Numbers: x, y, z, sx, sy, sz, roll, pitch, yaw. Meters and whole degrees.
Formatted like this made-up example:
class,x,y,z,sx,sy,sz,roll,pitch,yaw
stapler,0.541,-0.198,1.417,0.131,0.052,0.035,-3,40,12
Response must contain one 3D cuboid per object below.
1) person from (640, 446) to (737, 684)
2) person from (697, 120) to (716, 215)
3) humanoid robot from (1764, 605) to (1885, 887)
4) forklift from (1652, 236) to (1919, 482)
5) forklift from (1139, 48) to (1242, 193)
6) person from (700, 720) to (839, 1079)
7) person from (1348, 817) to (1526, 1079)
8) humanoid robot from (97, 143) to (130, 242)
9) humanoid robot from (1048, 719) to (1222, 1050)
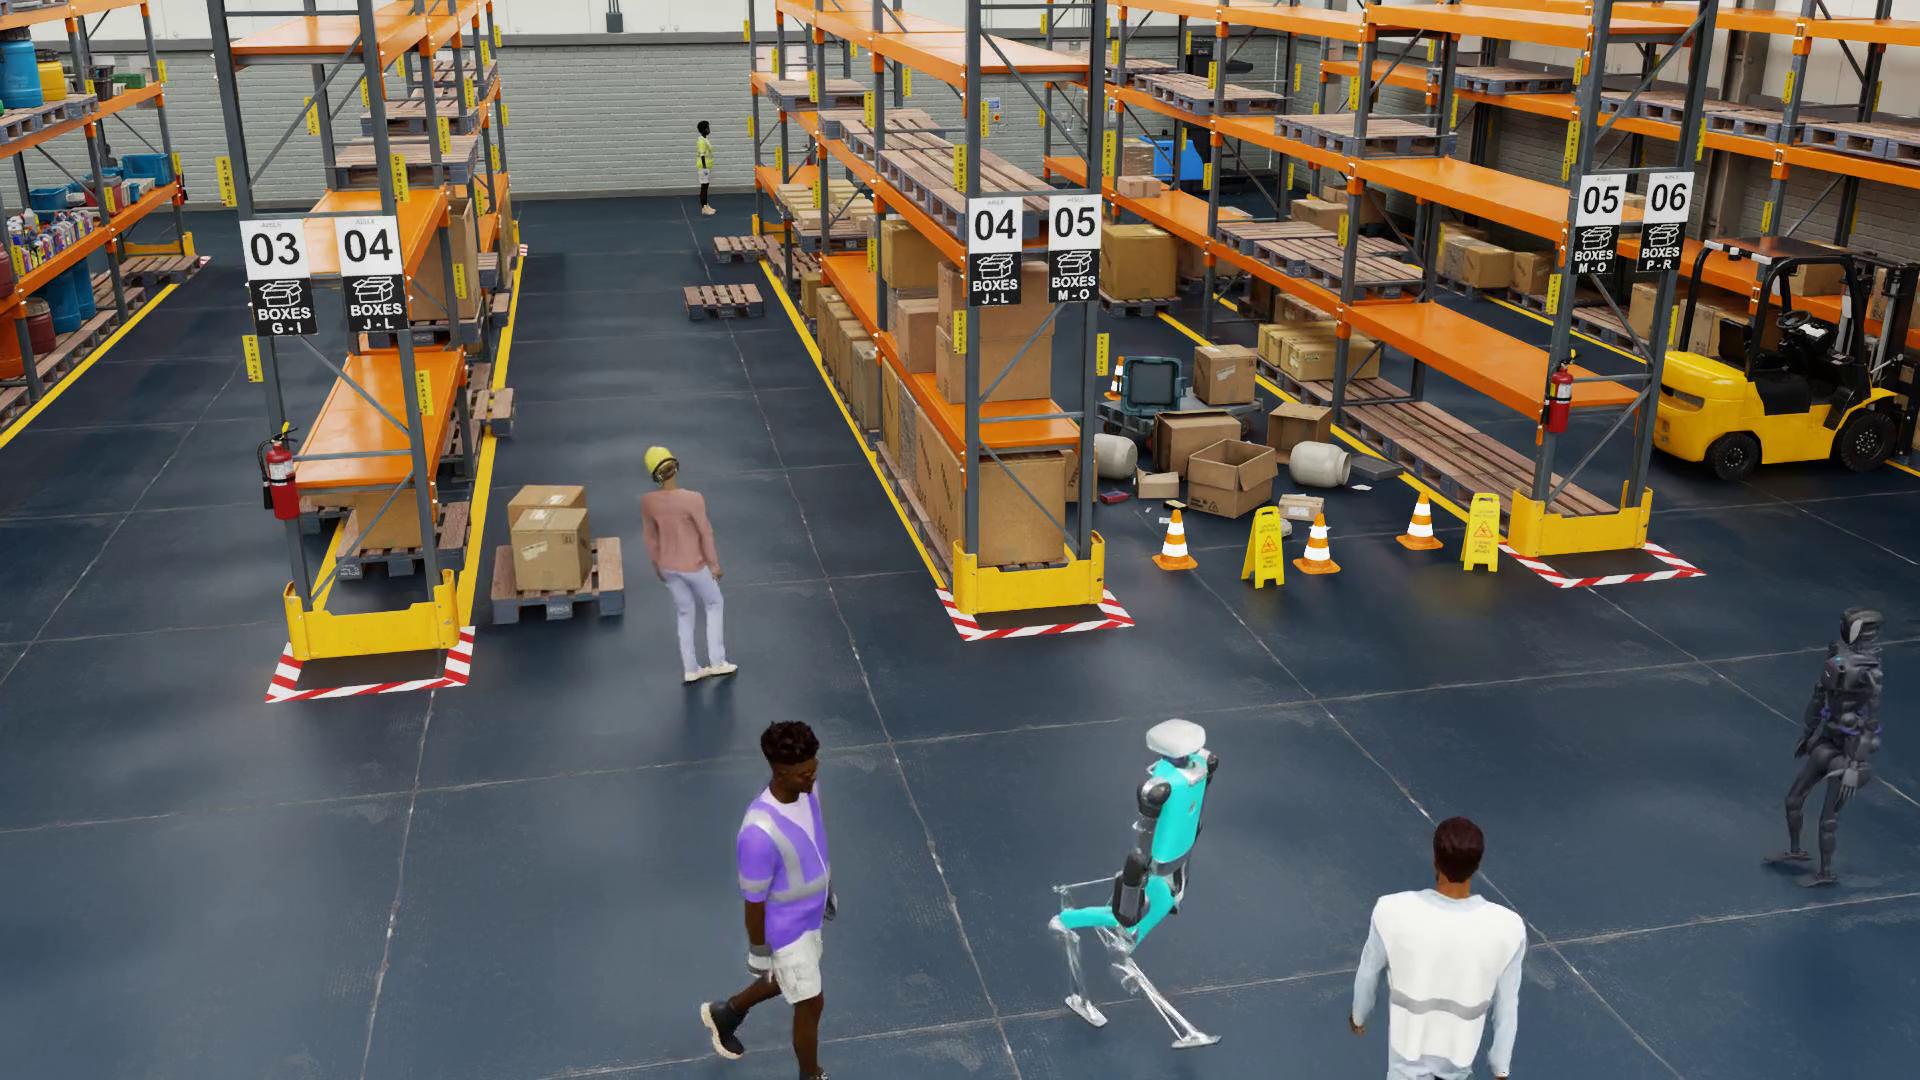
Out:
class,x,y,z,sx,sy,sz,roll,pitch,yaw
person,-1.905,0.165,11.681,0.589,1.708,0.455,9,22,23
person,-4.678,-6.848,30.587,0.318,1.698,0.534,0,20,-1
humanoid robot,4.799,1.141,9.110,0.351,1.652,0.583,-1,20,-3
forklift,8.013,-1.814,16.330,2.313,2.155,1.214,-4,21,-12
forklift,4.566,-8.313,32.860,1.873,2.768,1.129,-4,21,-12
person,-0.828,1.645,7.385,0.789,1.935,0.622,5,21,14
person,1.883,1.955,6.660,0.607,1.857,1.009,3,21,8
humanoid robot,-14.189,-5.835,27.897,0.496,1.650,0.599,3,21,9
humanoid robot,0.792,1.596,7.804,1.018,1.730,0.567,16,26,37
